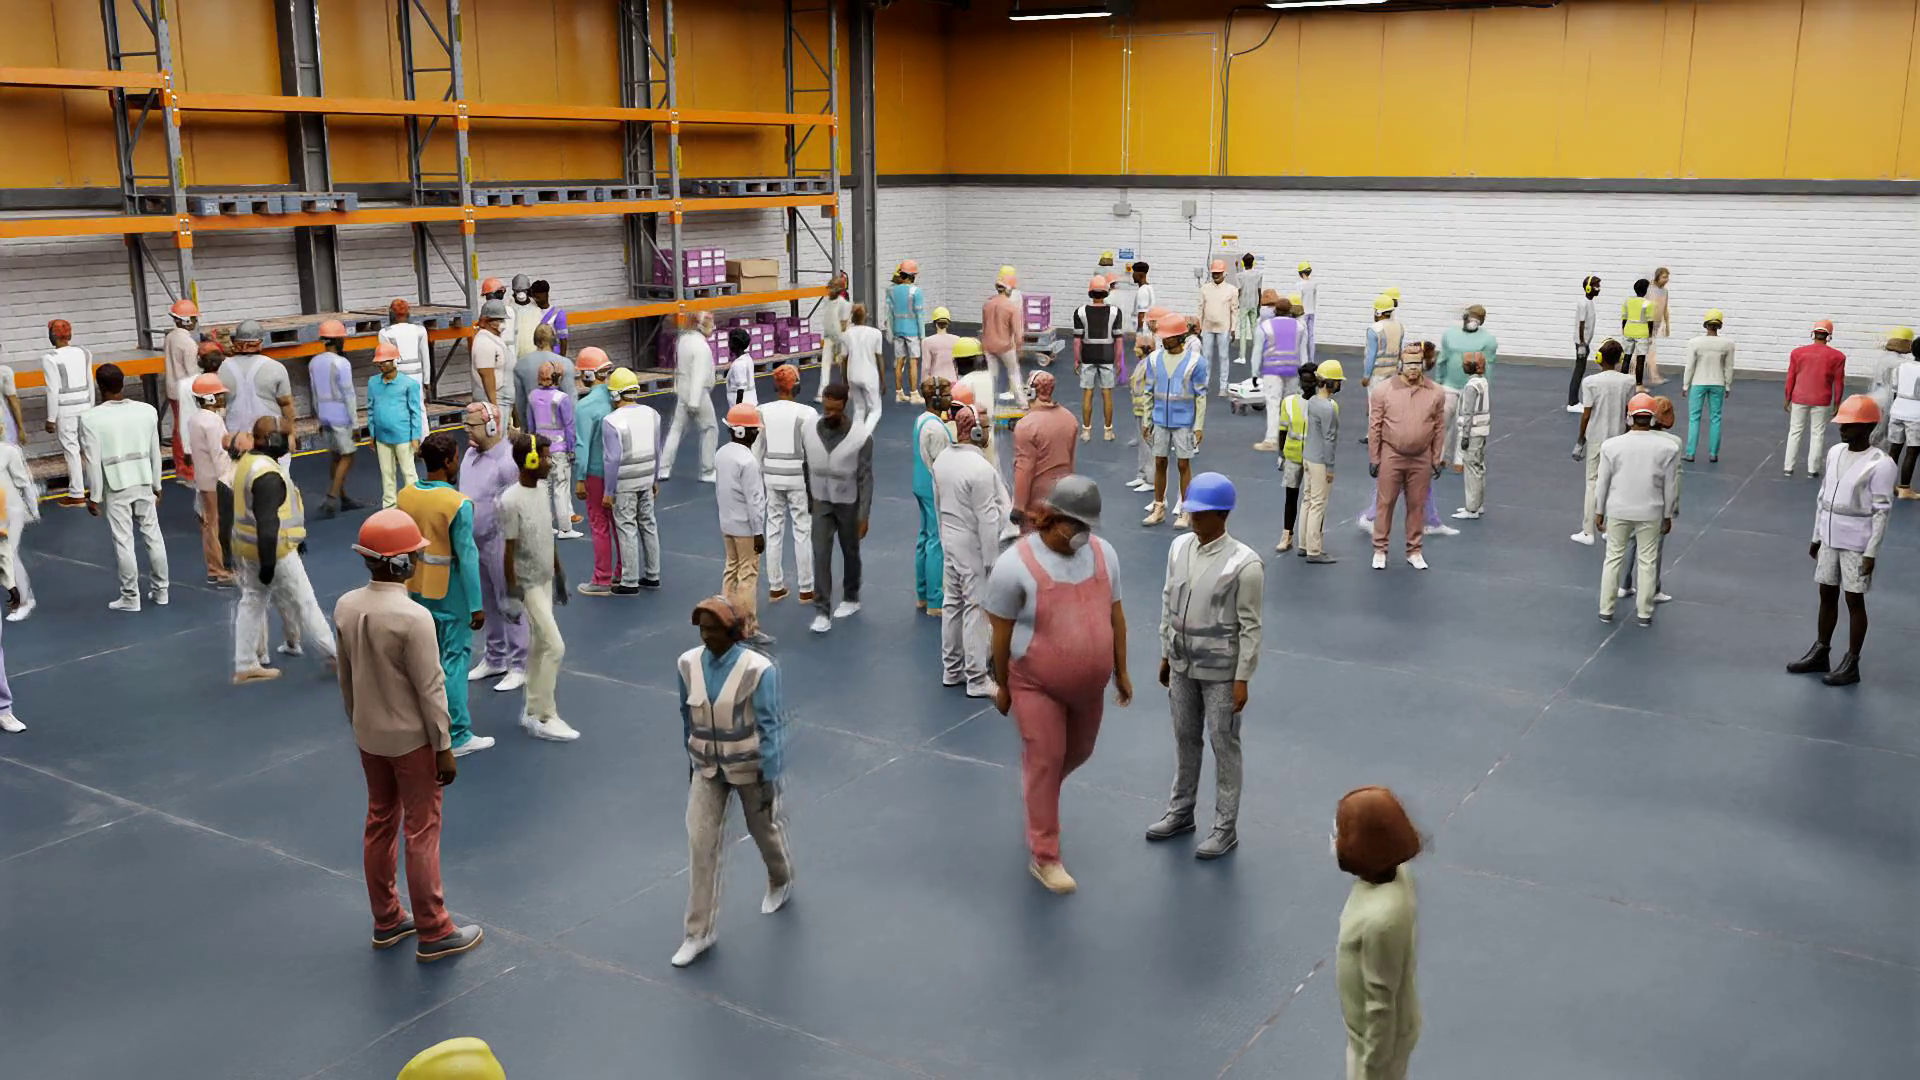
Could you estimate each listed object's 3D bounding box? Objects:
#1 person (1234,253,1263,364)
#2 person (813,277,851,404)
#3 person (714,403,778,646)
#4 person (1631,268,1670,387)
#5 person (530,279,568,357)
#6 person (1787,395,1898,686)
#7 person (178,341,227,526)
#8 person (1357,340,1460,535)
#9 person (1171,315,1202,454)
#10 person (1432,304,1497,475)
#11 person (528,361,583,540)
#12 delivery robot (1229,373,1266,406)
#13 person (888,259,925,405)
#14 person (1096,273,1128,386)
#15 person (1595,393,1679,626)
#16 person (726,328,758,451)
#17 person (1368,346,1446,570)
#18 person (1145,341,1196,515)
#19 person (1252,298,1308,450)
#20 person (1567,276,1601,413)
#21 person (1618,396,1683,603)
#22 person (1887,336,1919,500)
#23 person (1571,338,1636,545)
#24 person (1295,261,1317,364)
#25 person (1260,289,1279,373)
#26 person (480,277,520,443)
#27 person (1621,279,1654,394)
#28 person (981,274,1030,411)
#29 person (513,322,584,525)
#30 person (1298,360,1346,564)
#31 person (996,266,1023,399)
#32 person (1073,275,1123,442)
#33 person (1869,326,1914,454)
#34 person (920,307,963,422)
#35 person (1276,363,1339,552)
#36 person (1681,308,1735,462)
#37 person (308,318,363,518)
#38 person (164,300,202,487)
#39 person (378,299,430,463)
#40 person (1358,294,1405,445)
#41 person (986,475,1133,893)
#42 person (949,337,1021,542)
[{"bbox_3d":[4.876,-3.923,28.215,0.518,1.865,0.330,-3,13,-13],"label":"person"},{"bbox_3d":[-1.802,-2.811,23.527,0.542,1.794,0.849,9,16,34],"label":"person"},{"bbox_3d":[-1.546,-0.115,11.937,0.325,1.748,0.573,-8,15,-32],"label":"person"},{"bbox_3d":[10.624,-3.234,25.358,0.531,1.799,0.921,-6,14,-25],"label":"person"},{"bbox_3d":[-5.210,-2.292,20.928,0.603,1.959,0.374,6,14,24],"label":"person"},{"bbox_3d":[5.865,0.000,11.028,0.365,1.939,0.542,-4,14,-16],"label":"person"},{"bbox_3d":[-6.804,-0.896,15.120,0.589,1.858,0.768,-11,17,-40],"label":"person"},{"bbox_3d":[4.159,-0.927,15.305,0.834,1.853,0.554,2,13,9],"label":"person"},{"bbox_3d":[2.703,-1.829,19.618,0.307,1.641,0.514,-2,13,-7],"label":"person"},{"bbox_3d":[5.541,-1.650,18.271,0.675,1.907,0.402,10,16,37],"label":"person"},{"bbox_3d":[-3.726,-0.818,15.236,0.523,1.638,0.310,8,15,30],"label":"person"},{"bbox_3d":[4.014,-2.028,22.653,0.707,0.478,0.477,-6,14,-26],"label":"delivery robot"},{"bbox_3d":[-0.728,-2.937,23.540,0.608,2.044,0.372,10,16,36],"label":"person"},{"bbox_3d":[2.271,-3.238,25.567,0.835,1.708,0.569,10,16,37],"label":"person"},{"bbox_3d":[5.047,-0.229,12.451,0.568,1.744,0.349,6,14,23],"label":"person"},{"bbox_3d":[-2.307,-1.392,17.599,0.319,1.696,0.532,0,13,2],"label":"person"},{"bbox_3d":[3.783,-0.693,14.108,0.642,1.909,0.408,0,13,1],"label":"person"},{"bbox_3d":[2.083,-1.187,16.330,0.532,1.870,0.319,9,16,34],"label":"person"},{"bbox_3d":[3.853,-1.994,20.019,0.658,1.805,0.716,-1,13,-4],"label":"person"},{"bbox_3d":[8.583,-2.689,22.846,0.317,1.870,0.523,7,15,27],"label":"person"},{"bbox_3d":[5.432,-0.321,13.090,0.279,1.633,0.505,-10,16,-36],"label":"person"},{"bbox_3d":[9.721,-1.246,16.989,0.321,1.687,0.537,-3,13,-14],"label":"person"},{"bbox_3d":[5.799,-0.885,15.014,0.521,1.874,0.328,-1,13,-4],"label":"person"},{"bbox_3d":[5.711,-3.742,27.643,0.529,1.765,0.327,-10,17,-38],"label":"person"},{"bbox_3d":[4.374,-2.740,23.584,0.266,1.632,0.509,11,17,39],"label":"person"},{"bbox_3d":[-5.585,-2.154,20.156,0.379,2.038,0.608,5,14,23],"label":"person"},{"bbox_3d":[10.046,-3.024,24.673,0.319,1.698,0.532,-9,16,-34],"label":"person"},{"bbox_3d":[0.660,-2.627,22.450,0.647,1.939,0.816,11,17,40],"label":"person"},{"bbox_3d":[-3.897,-1.082,15.731,0.628,1.937,0.374,4,14,17],"label":"person"},{"bbox_3d":[3.129,-0.674,14.350,0.341,1.760,0.525,-1,13,-5],"label":"person"},{"bbox_3d":[0.721,-2.994,24.067,0.394,1.918,0.585,1,13,3],"label":"person"},{"bbox_3d":[1.689,-2.216,20.403,0.607,2.048,0.370,1,13,4],"label":"person"},{"bbox_3d":[9.787,-1.389,17.540,0.562,1.712,0.500,3,13,12],"label":"person"},{"bbox_3d":[-0.220,-1.812,19.269,0.534,1.767,0.313,-6,14,-24],"label":"person"},{"bbox_3d":[3.051,-0.717,14.669,0.535,1.697,0.318,6,14,23],"label":"person"},{"bbox_3d":[8.567,-1.769,19.083,0.533,1.767,0.312,2,13,9],"label":"person"},{"bbox_3d":[-6.098,-1.182,16.219,0.548,1.950,0.482,8,15,33],"label":"person"},{"bbox_3d":[-8.200,-1.555,17.690,0.607,1.986,0.416,12,17,42],"label":"person"},{"bbox_3d":[-6.326,-1.805,18.982,0.584,1.879,0.337,-12,17,-41],"label":"person"},{"bbox_3d":[5.094,-2.054,20.165,0.590,1.837,0.404,-10,16,-36],"label":"person"},{"bbox_3d":[0.452,0.604,8.185,0.685,2.000,0.865,-7,15,-29],"label":"person"},{"bbox_3d":[0.138,-0.909,15.125,1.001,1.878,0.602,10,16,36],"label":"person"}]
